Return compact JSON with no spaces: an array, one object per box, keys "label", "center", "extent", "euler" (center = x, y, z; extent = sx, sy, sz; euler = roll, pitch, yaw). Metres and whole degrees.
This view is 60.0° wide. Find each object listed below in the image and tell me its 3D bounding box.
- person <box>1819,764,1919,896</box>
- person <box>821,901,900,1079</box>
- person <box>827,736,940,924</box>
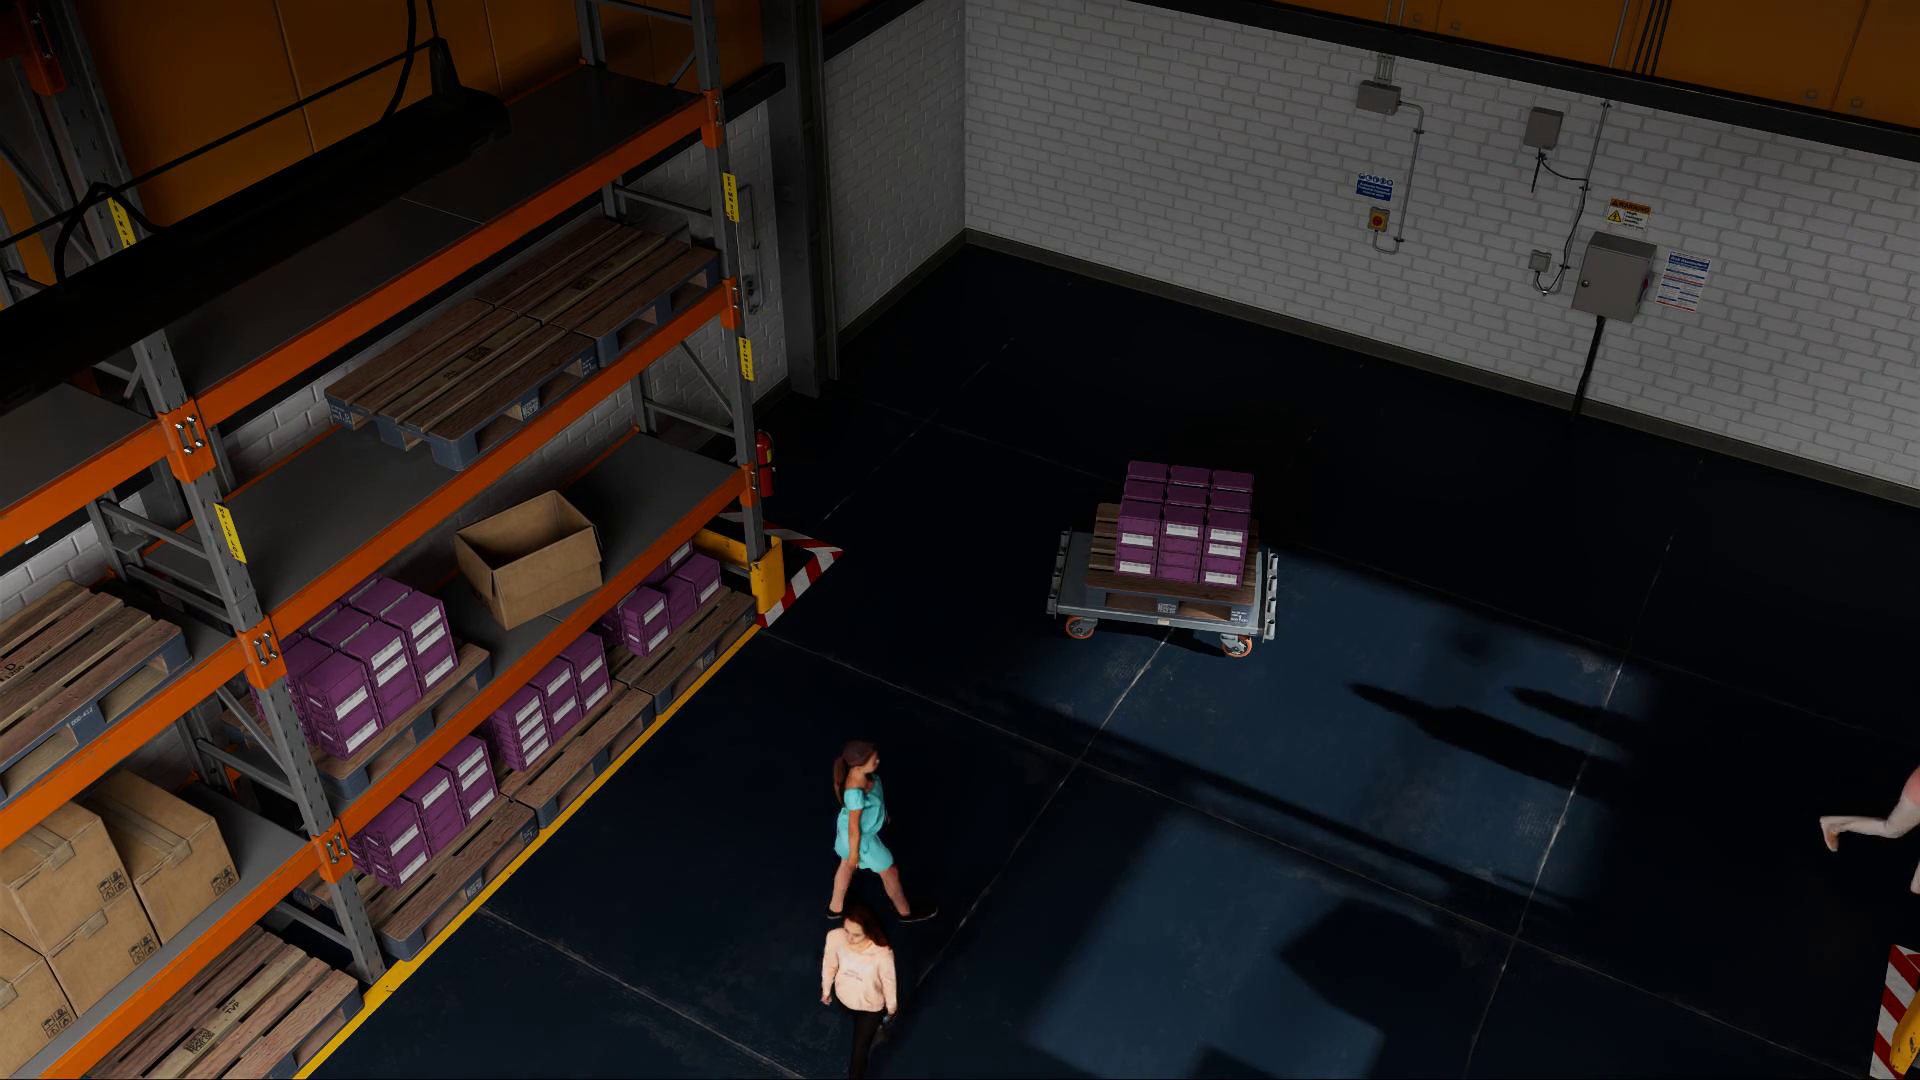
[{"label":"person","center":[5.805,1.469,10.065],"extent":[1.108,1.692,0.947],"euler":[-25,45,-28]},{"label":"person","center":[-0.511,2.433,9.046],"extent":[0.568,1.456,0.949],"euler":[19,42,23]},{"label":"person","center":[-0.666,1.740,9.853],"extent":[0.934,1.533,0.919],"euler":[-6,39,-7]}]
